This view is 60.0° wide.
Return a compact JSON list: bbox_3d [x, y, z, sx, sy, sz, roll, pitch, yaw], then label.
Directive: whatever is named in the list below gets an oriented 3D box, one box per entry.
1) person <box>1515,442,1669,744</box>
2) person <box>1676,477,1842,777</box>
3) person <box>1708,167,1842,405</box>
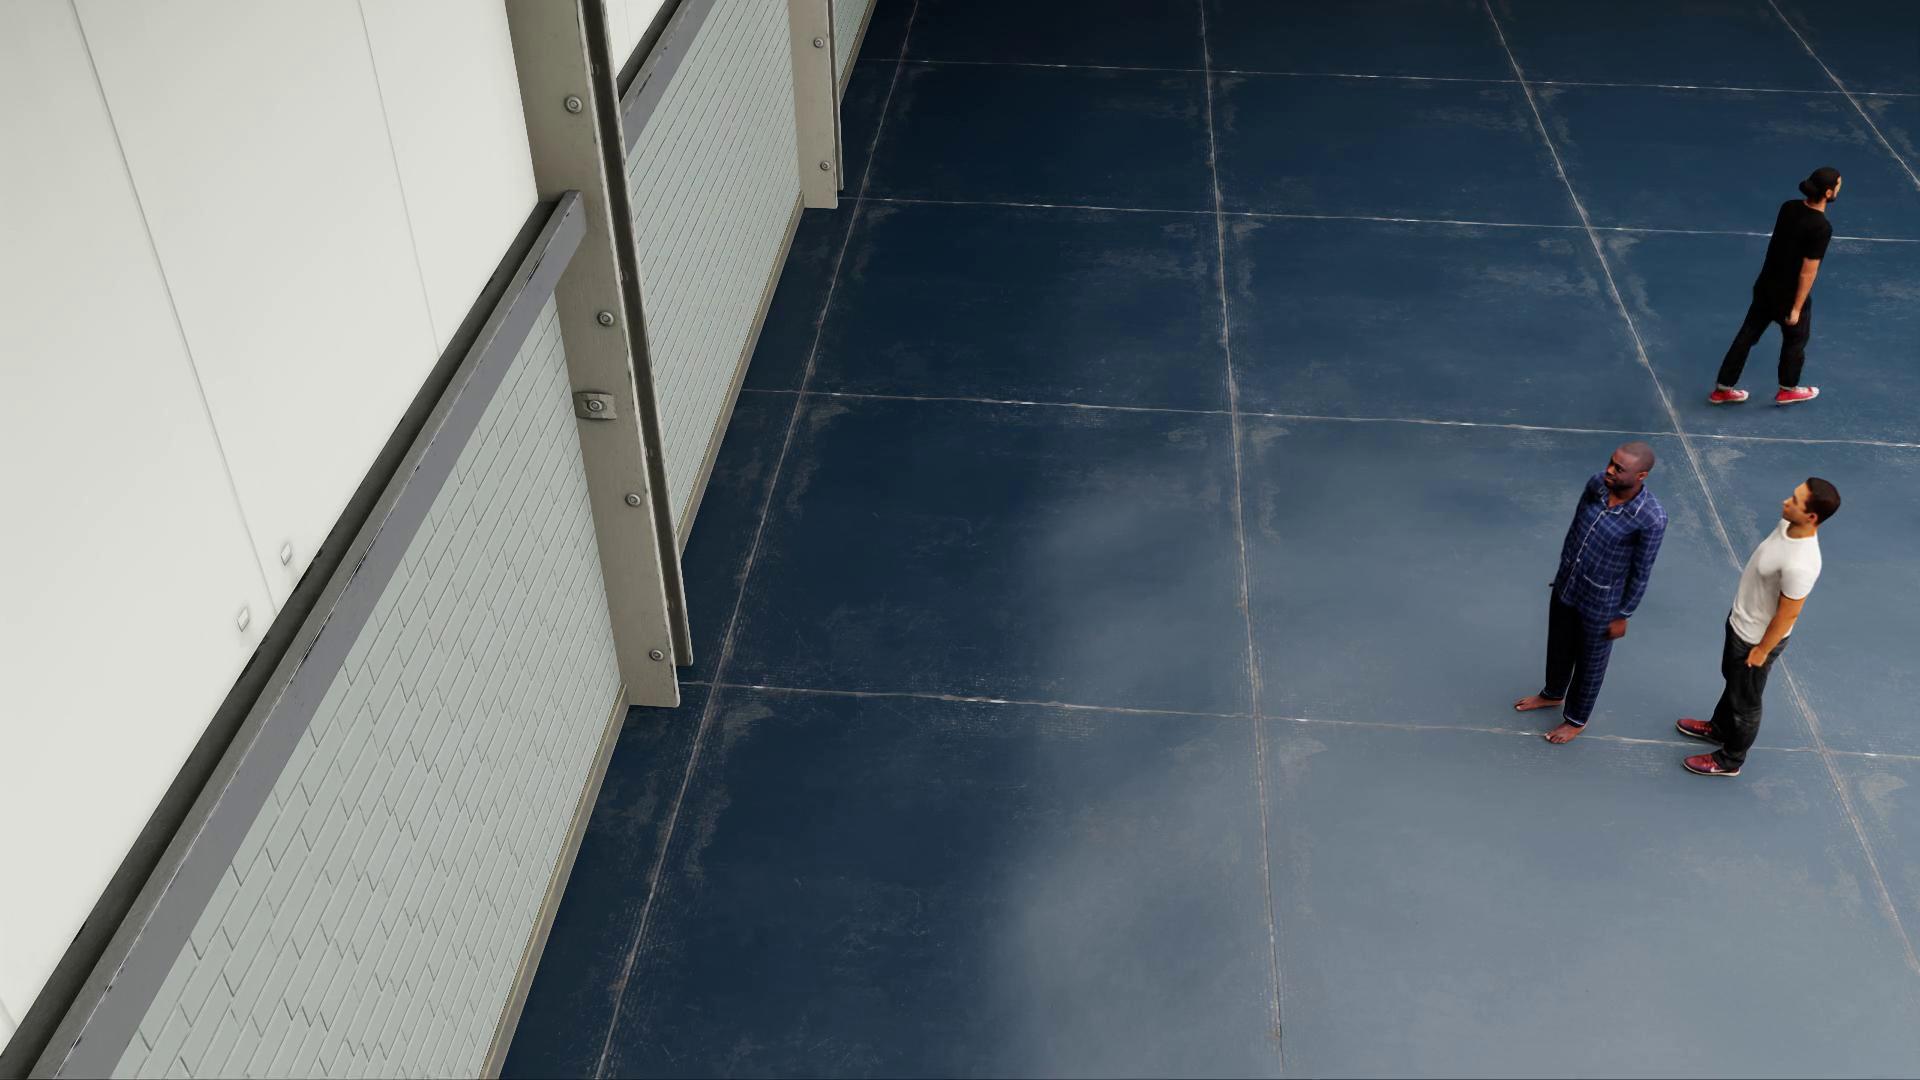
[{"bbox_3d":[3.243,0.259,8.503,0.839,1.824,0.723,-15,40,-18],"label":"person"},{"bbox_3d":[4.009,0.432,8.298,0.729,1.805,0.526,9,39,11],"label":"person"},{"bbox_3d":[5.352,-1.619,10.977,0.897,1.733,0.983,-9,39,-12],"label":"person"}]
